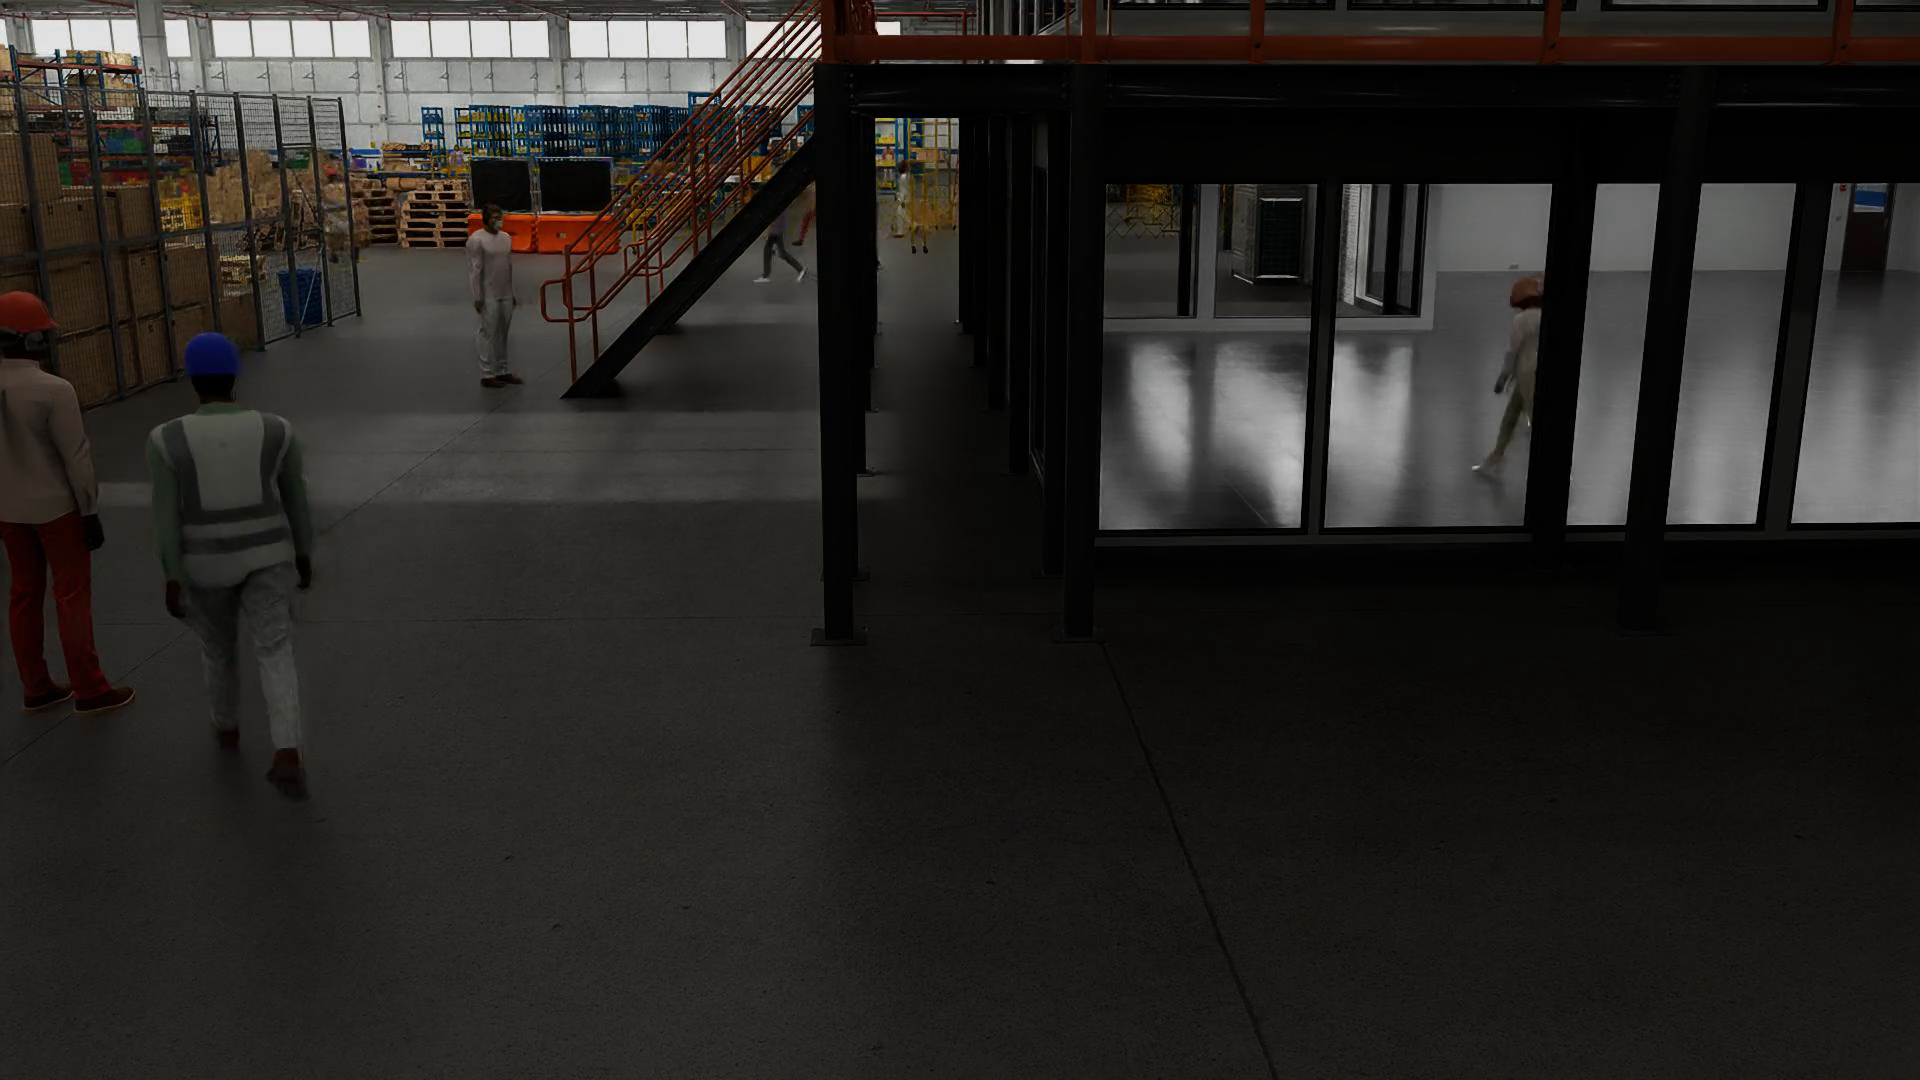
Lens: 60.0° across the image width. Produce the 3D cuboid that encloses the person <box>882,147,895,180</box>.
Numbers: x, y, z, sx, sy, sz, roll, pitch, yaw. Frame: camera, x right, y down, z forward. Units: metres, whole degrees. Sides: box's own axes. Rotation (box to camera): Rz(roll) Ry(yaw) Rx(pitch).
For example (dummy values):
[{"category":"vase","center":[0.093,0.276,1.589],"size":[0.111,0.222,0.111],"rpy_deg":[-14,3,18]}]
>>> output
[{"category":"person","center":[-3.231,-16.933,74.808],"size":[0.609,1.995,0.375],"rpy_deg":[6,15,24]}]

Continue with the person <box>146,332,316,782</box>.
[{"category":"person","center":[-3.039,0.080,7.025],"size":[0.644,1.905,0.980],"rpy_deg":[-9,16,-31]}]

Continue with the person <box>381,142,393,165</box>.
[{"category":"person","center":[-28.335,-18.795,82.476],"size":[0.540,1.883,0.640],"rpy_deg":[13,19,41]}]

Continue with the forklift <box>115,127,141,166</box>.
[{"category":"forklift","center":[-38.263,-17.900,76.875],"size":[1.873,2.768,1.129],"rpy_deg":[13,19,42]}]

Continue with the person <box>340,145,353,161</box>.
[{"category":"person","center":[-27.429,-16.755,74.446],"size":[0.599,1.818,0.404],"rpy_deg":[2,14,6]}]

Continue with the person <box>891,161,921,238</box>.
[{"category":"person","center":[-1.320,-8.258,40.399],"size":[0.652,1.864,0.589],"rpy_deg":[0,14,0]}]

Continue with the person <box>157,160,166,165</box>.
[{"category":"person","center":[-31.146,-14.288,64.852],"size":[0.554,1.680,0.427],"rpy_deg":[13,19,41]}]

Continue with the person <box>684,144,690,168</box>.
[{"category":"person","center":[-12.900,-17.946,79.206],"size":[0.403,1.822,0.588],"rpy_deg":[7,16,26]}]

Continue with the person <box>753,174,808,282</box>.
[{"category":"person","center":[-3.170,-5.458,29.176],"size":[0.886,1.889,0.593],"rpy_deg":[-2,14,-9]}]

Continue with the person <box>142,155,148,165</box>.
[{"category":"person","center":[-32.987,-15.127,67.742],"size":[0.612,1.920,0.663],"rpy_deg":[8,16,29]}]

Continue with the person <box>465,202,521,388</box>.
[{"category":"person","center":[-4.923,-2.584,17.572],"size":[0.354,1.936,0.635],"rpy_deg":[6,15,23]}]

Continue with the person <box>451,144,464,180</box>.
[{"category":"person","center":[-22.552,-16.822,74.683],"size":[0.564,1.837,0.397],"rpy_deg":[-6,15,-21]}]

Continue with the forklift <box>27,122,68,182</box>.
[{"category":"forklift","center":[-35.376,-14.773,64.377],"size":[1.129,2.768,1.873],"rpy_deg":[-1,14,-2]}]

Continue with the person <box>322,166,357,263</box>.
[{"category":"person","center":[-12.452,-6.496,33.241],"size":[0.718,1.923,0.555],"rpy_deg":[10,17,35]}]

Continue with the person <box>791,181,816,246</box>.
[{"category":"person","center":[-3.383,-7.588,38.008],"size":[0.898,1.719,0.525],"rpy_deg":[-5,15,-20]}]

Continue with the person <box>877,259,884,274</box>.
[{"category":"person","center":[-1.797,-5.798,30.211],"size":[0.682,2.000,0.734],"rpy_deg":[-3,14,-10]}]

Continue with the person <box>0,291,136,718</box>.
[{"category":"person","center":[-4.253,-0.149,7.723],"size":[0.608,1.995,0.377],"rpy_deg":[3,14,13]}]
